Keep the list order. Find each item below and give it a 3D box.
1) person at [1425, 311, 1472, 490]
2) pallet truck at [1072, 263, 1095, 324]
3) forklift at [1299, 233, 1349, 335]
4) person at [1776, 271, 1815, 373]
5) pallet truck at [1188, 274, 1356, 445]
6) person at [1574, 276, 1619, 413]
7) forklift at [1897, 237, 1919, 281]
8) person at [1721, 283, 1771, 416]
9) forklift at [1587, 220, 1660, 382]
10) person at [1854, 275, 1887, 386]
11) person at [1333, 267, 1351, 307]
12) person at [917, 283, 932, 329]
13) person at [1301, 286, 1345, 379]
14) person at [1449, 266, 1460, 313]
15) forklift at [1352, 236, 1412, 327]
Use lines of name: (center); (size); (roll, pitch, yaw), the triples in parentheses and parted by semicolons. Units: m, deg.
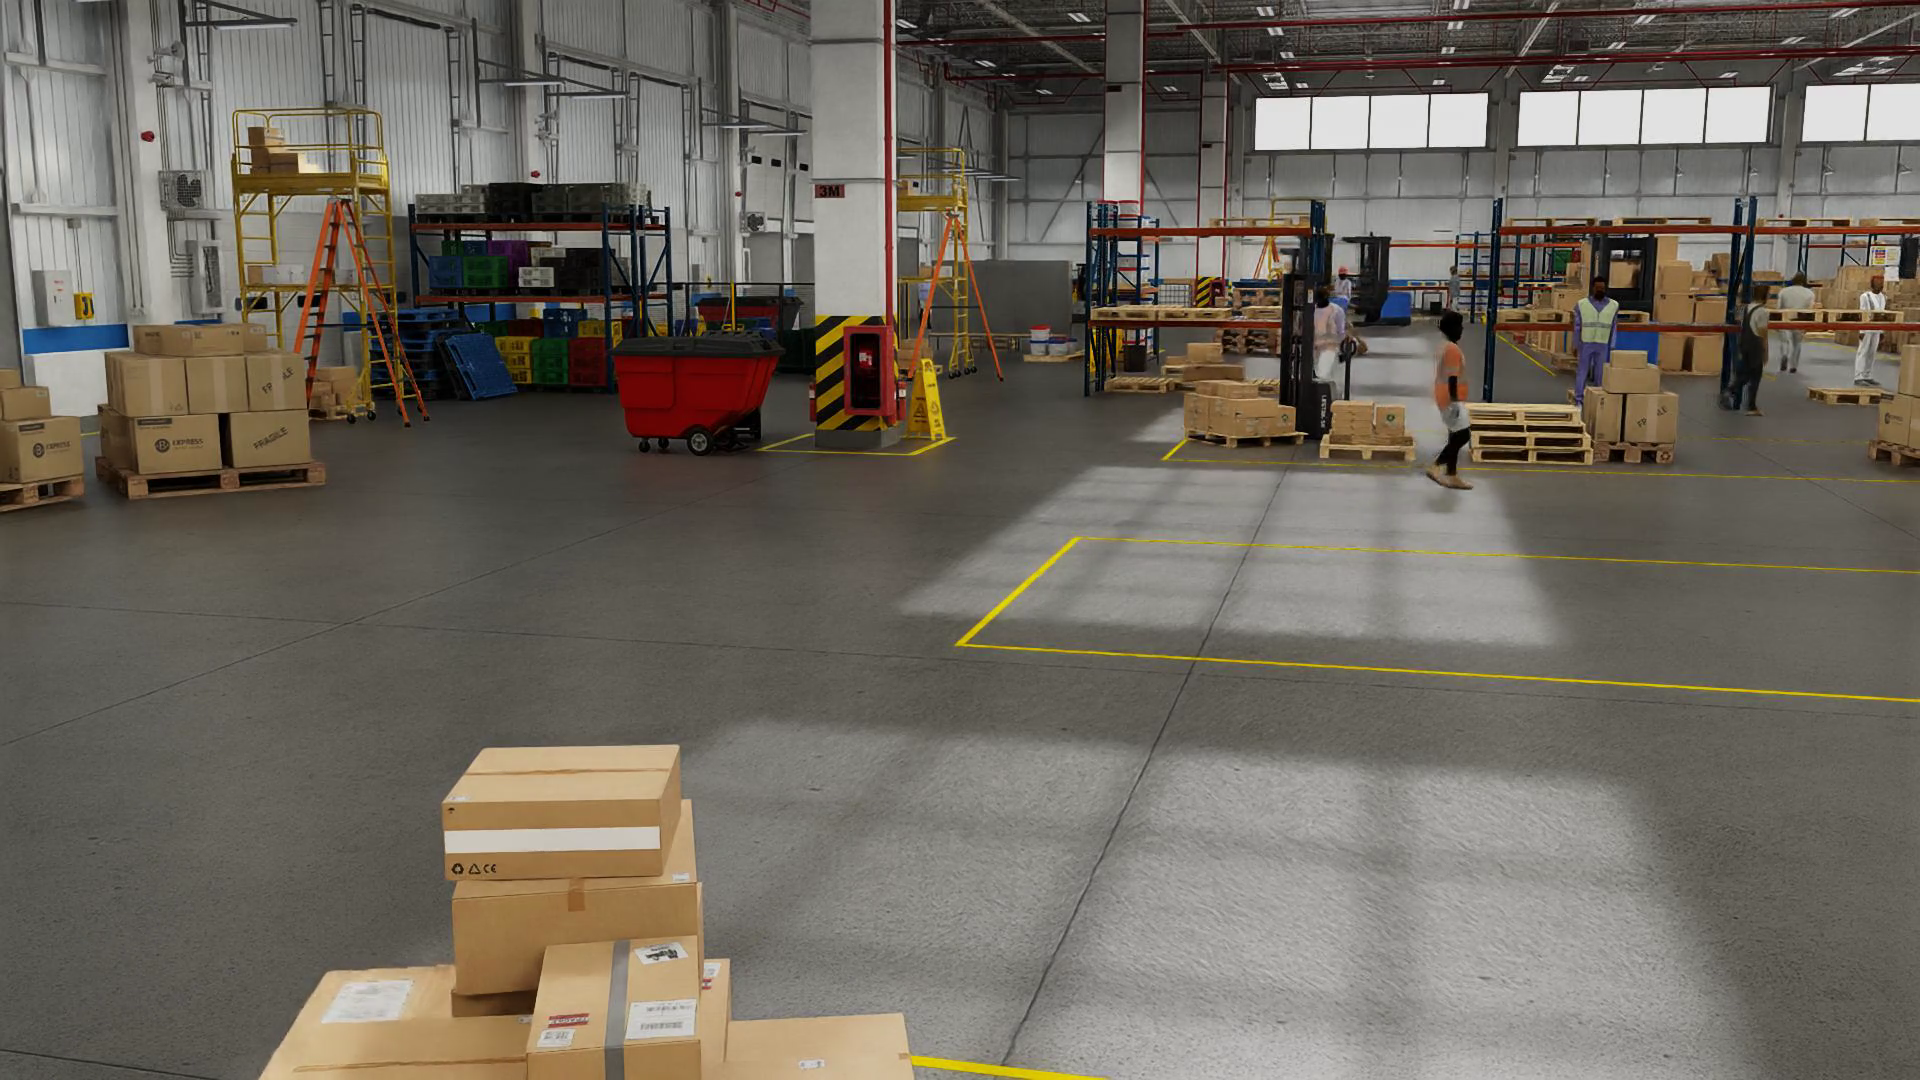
person: (4.614, -1.291, 15.535); (0.381, 1.673, 0.558); (2, 10, 12)
pallet truck: (4.325, -8.180, 55.162); (0.823, 1.965, 1.885); (6, 11, 31)
forklift: (9.647, -6.914, 45.112); (1.129, 2.768, 1.873); (-3, 10, -19)
person: (15.711, -4.092, 31.323); (0.637, 1.916, 0.555); (5, 11, 29)
pallet truck: (3.653, -2.138, 19.590); (1.885, 1.965, 0.823); (-4, 10, -20)
person: (8.913, -2.738, 23.352); (0.589, 1.920, 0.399); (2, 10, 9)
forklift: (31.026, -8.517, 54.550); (1.873, 2.768, 1.129); (2, 10, 14)
person: (10.829, -2.598, 22.795); (0.495, 1.828, 0.535); (-2, 10, -14)
forklift: (11.649, -4.212, 29.202); (1.129, 2.768, 1.873); (2, 10, 14)
person: (15.521, -3.562, 28.310); (0.575, 1.883, 0.362); (-4, 11, -24)
person: (10.706, -6.692, 46.611); (0.542, 1.925, 0.572); (-8, 13, -40)
person: (-1.042, -7.370, 50.601); (0.544, 1.930, 0.389); (-4, 11, -24)
person: (5.094, -2.672, 23.362); (0.624, 1.794, 0.986); (8, 13, 41)
person: (14.971, -7.343, 50.432); (0.357, 1.931, 0.629); (5, 11, 25)
forklift: (13.024, -8.041, 51.747); (1.873, 2.768, 1.129); (-2, 10, -12)
